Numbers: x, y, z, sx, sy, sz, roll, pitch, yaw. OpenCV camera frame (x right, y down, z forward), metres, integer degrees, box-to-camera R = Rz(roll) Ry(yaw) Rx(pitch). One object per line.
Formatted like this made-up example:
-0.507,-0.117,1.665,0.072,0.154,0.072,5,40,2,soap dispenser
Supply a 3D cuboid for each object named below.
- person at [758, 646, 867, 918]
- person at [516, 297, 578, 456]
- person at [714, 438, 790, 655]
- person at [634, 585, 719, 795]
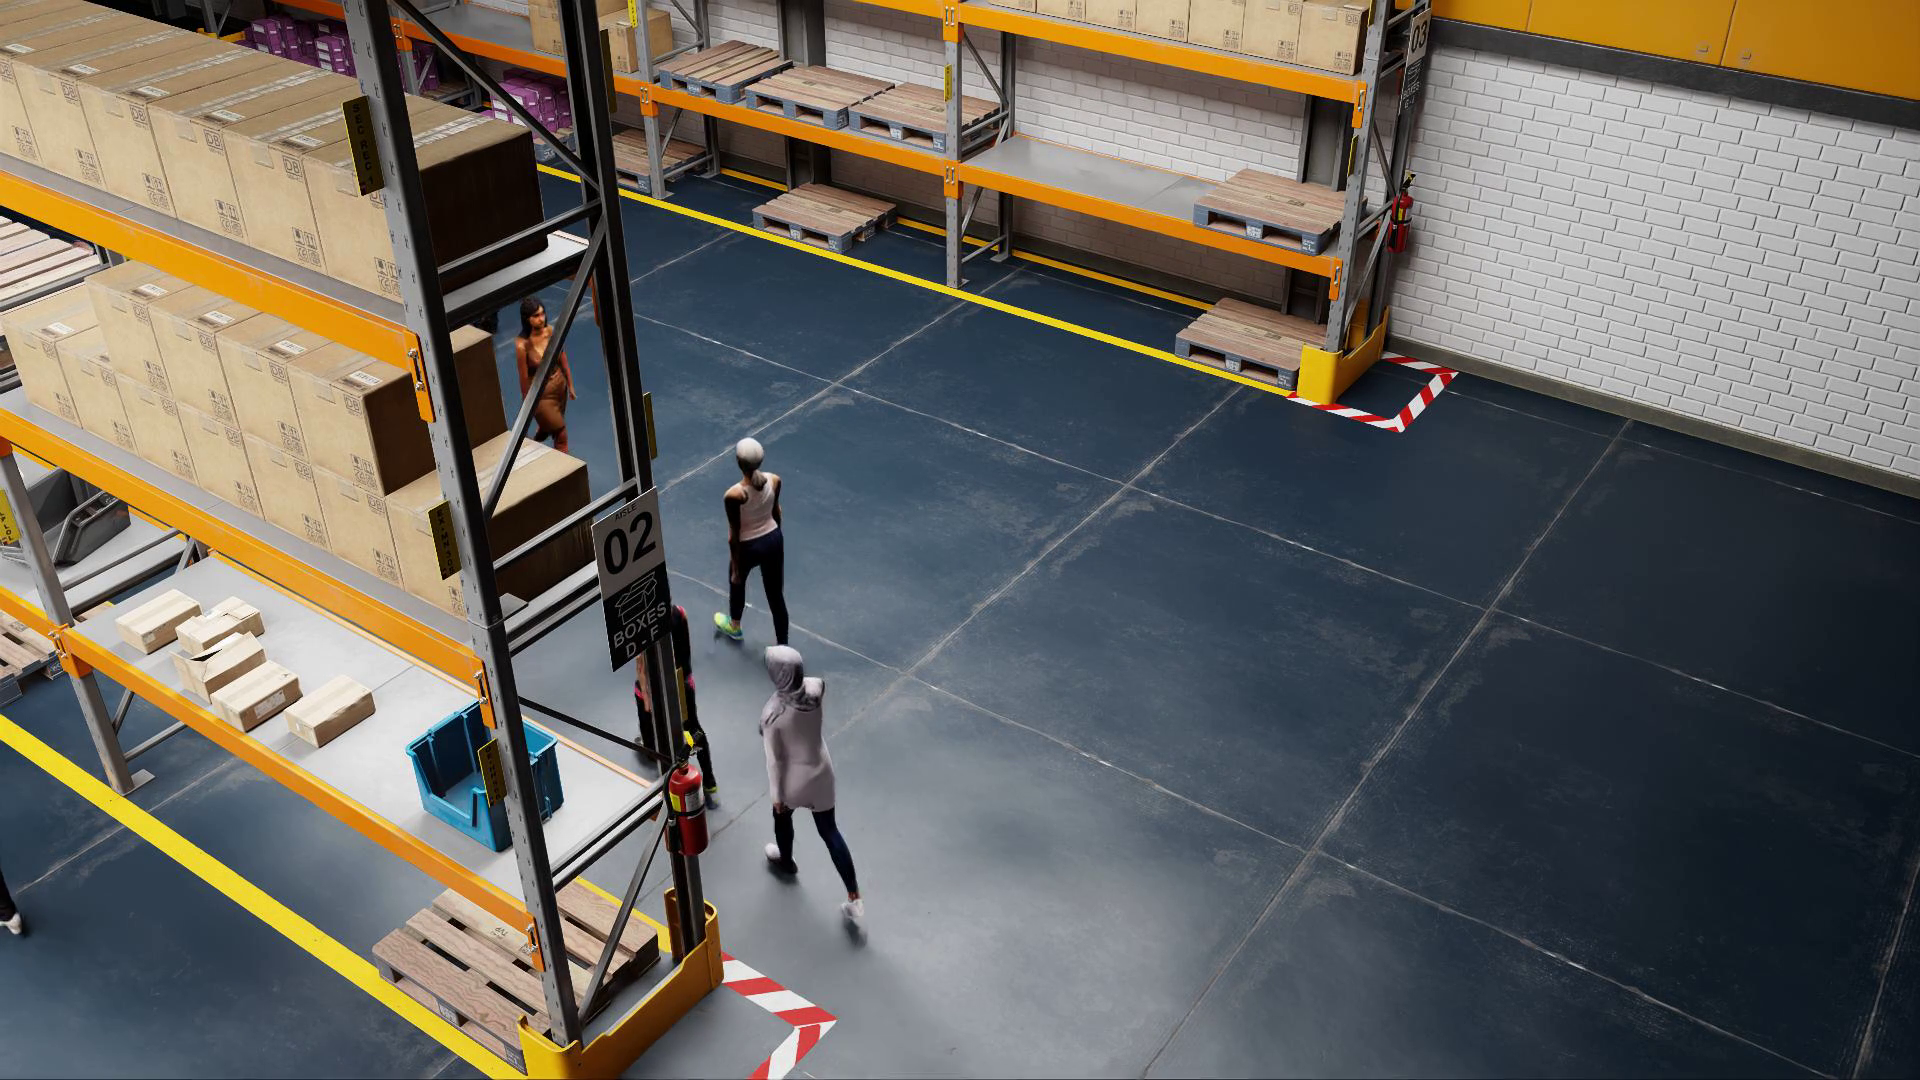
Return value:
-0.804,1.351,9.121,0.829,1.739,1.196,-24,40,-31,person
-3.248,-1.127,12.926,1.050,1.653,0.608,24,40,31,person
-1.283,0.140,11.002,0.827,1.674,1.064,-23,40,-31,person
-1.729,0.885,10.022,0.770,1.517,1.092,-24,40,-31,person
